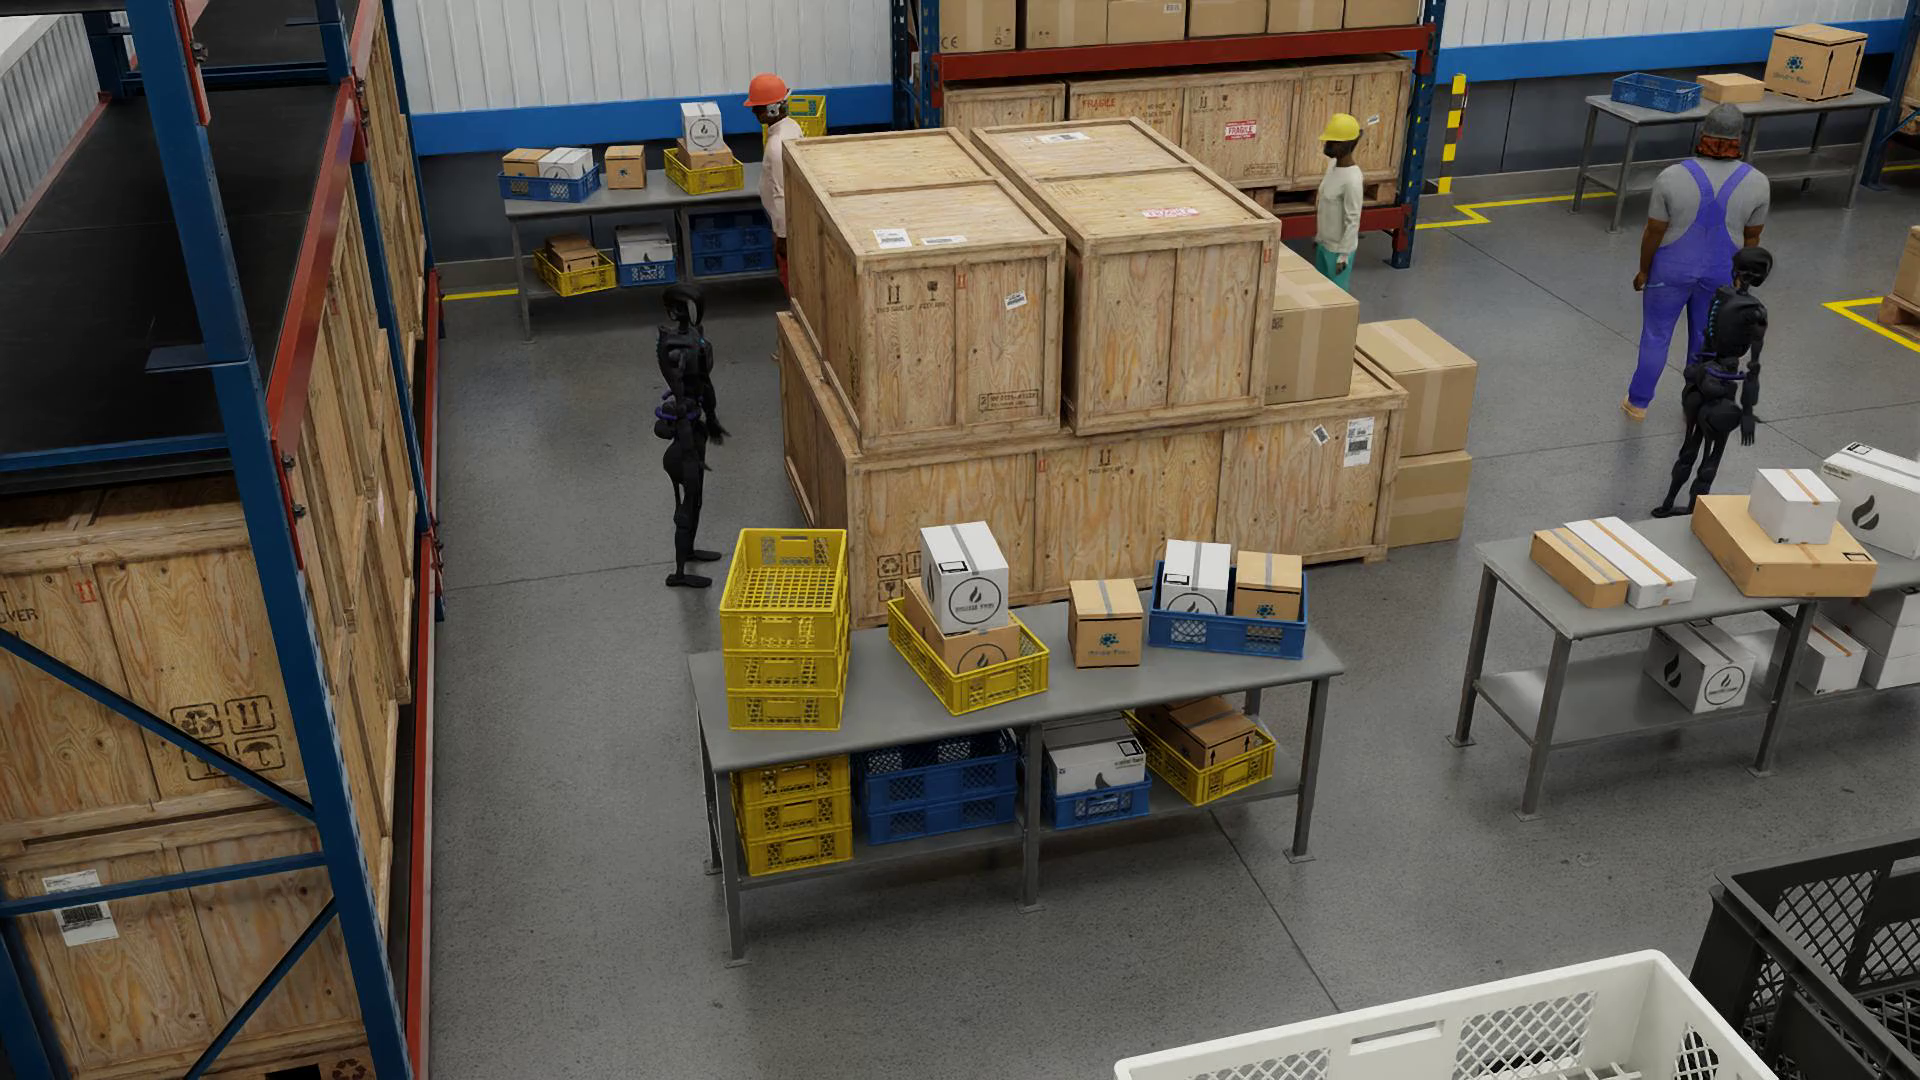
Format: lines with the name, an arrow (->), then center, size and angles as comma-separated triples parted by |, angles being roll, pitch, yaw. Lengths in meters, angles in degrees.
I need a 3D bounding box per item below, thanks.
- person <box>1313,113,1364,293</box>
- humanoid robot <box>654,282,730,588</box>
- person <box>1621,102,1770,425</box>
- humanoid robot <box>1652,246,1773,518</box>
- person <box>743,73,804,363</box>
person -> 2.487, -1.972, 11.143 | 0.324, 1.766, 0.532 | -3, 29, -6
humanoid robot -> -1.407, -0.554, 8.661 | 0.336, 1.650, 0.567 | 2, 29, 3
person -> 4.572, -1.721, 10.406 | 0.686, 2.000, 0.536 | 5, 29, 10
humanoid robot -> 4.166, -0.809, 9.120 | 0.320, 1.651, 0.567 | -2, 29, -4
person -> -1.206, -2.171, 11.296 | 0.430, 1.977, 0.600 | 1, 29, 1
